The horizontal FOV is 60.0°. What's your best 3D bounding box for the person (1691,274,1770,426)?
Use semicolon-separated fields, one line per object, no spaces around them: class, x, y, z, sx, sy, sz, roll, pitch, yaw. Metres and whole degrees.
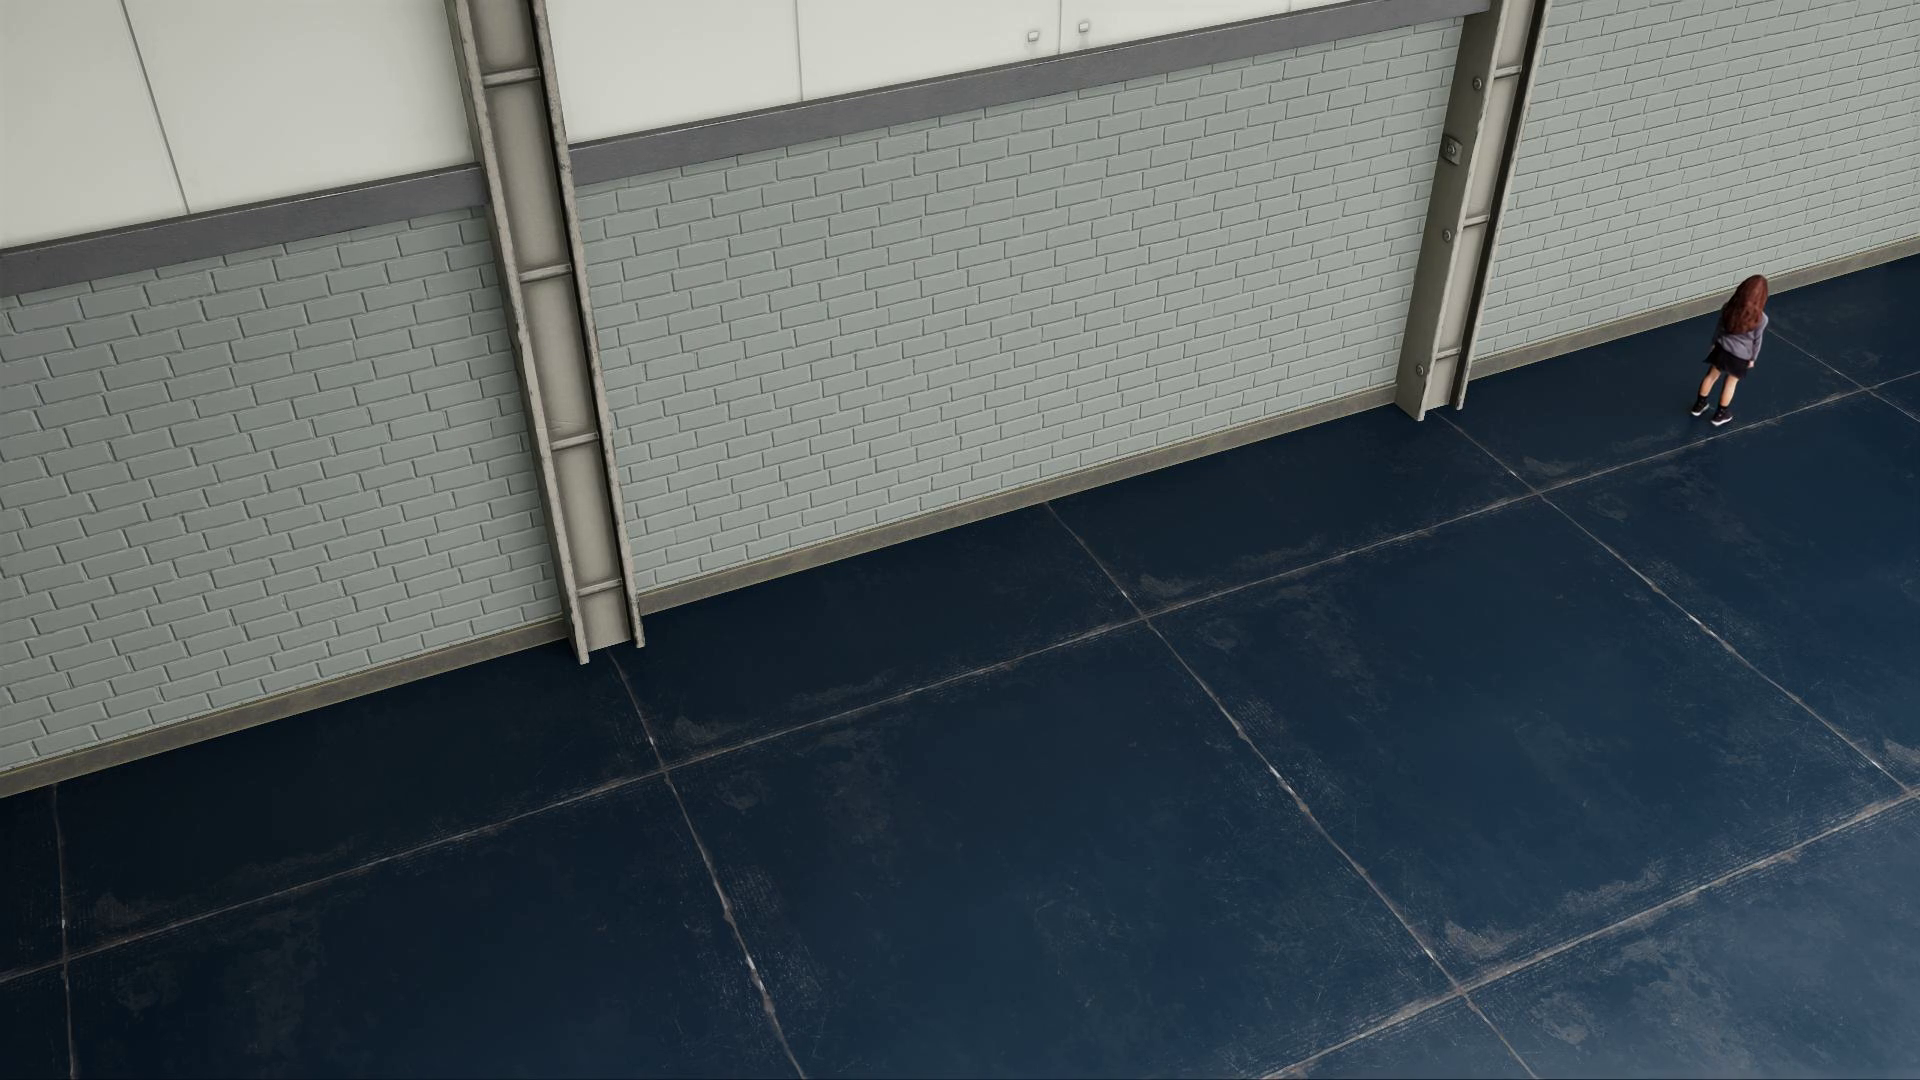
person;5.306;-1.320;11.416;0.523;1.103;0.523;-29;46;-32
